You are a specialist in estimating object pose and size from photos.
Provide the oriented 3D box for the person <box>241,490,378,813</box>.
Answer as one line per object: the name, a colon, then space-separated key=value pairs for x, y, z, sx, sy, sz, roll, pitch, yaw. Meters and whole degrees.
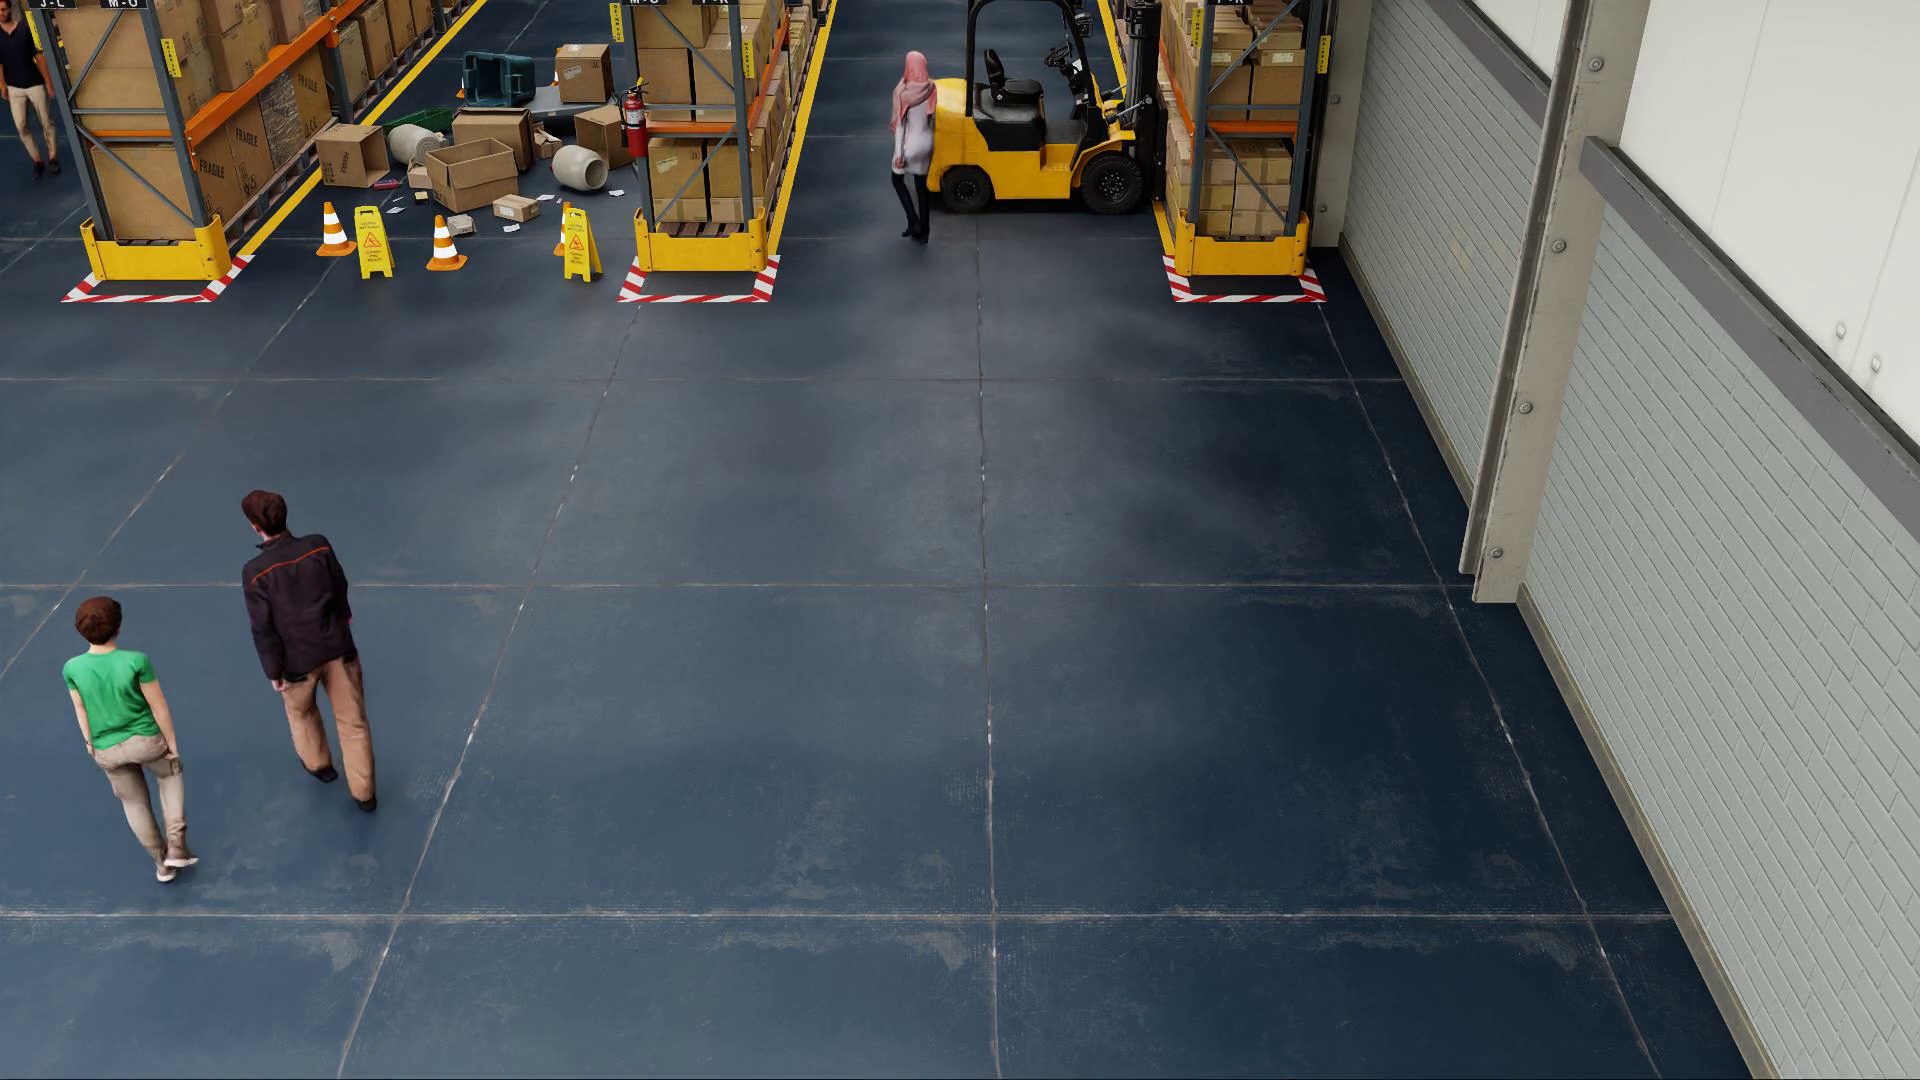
person: x=-3.315 y=0.637 z=8.615 sx=0.976 sy=1.900 sz=1.054 roll=-21 pitch=38 yaw=-29

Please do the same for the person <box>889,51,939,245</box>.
person: x=-0.368 y=-3.598 z=15.431 sx=0.764 sy=1.791 sz=0.807 roll=-18 pitch=37 yaw=-27

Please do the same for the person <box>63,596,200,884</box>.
person: x=-4.090 y=1.054 z=8.197 sx=0.697 sy=1.641 sz=0.755 roll=-11 pitch=34 yaw=-17

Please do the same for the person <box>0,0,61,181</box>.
person: x=-9.595 y=-4.692 z=17.112 sx=0.775 sy=1.848 sz=0.801 roll=-10 pitch=34 yaw=-16
